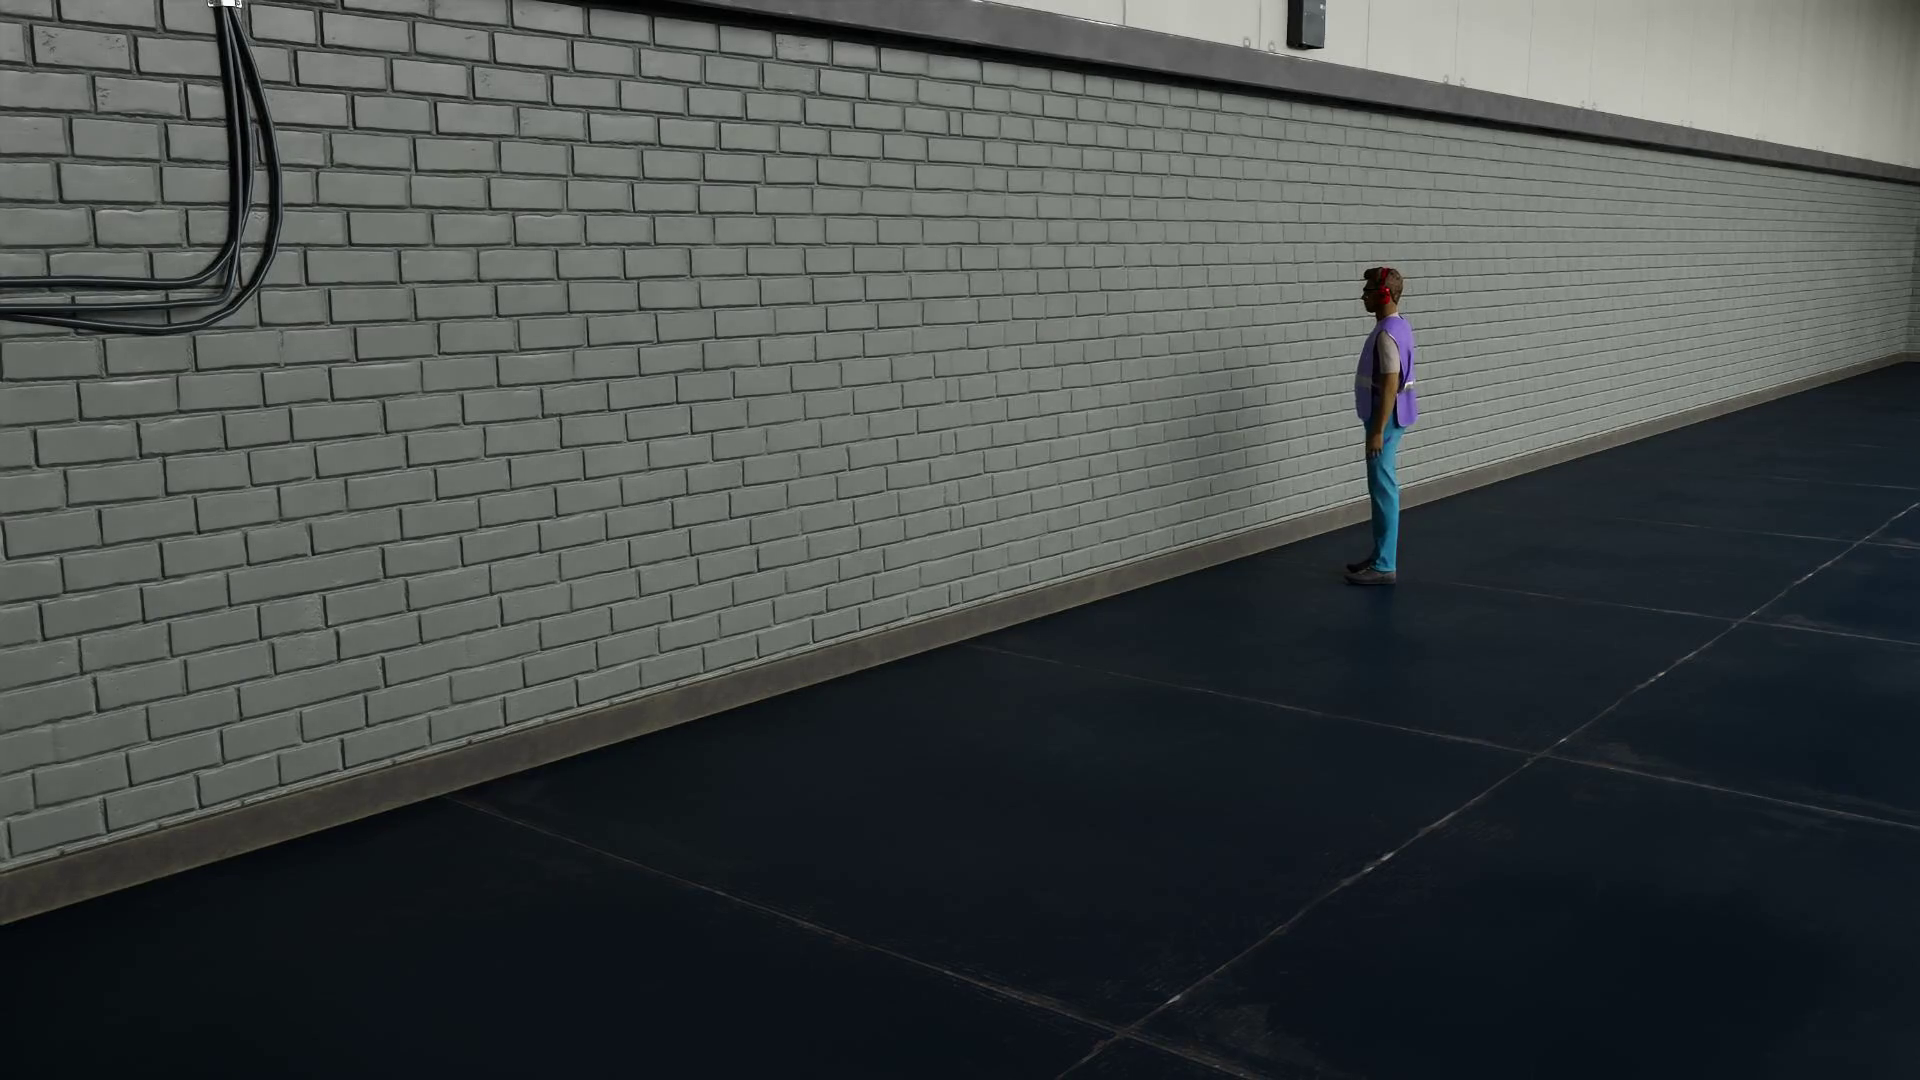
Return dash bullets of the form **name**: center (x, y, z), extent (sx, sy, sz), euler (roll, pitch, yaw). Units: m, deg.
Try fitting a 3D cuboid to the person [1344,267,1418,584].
- **person**: center (2.491, -0.671, 9.770), extent (0.379, 1.844, 0.570), euler (3, 11, 16)
